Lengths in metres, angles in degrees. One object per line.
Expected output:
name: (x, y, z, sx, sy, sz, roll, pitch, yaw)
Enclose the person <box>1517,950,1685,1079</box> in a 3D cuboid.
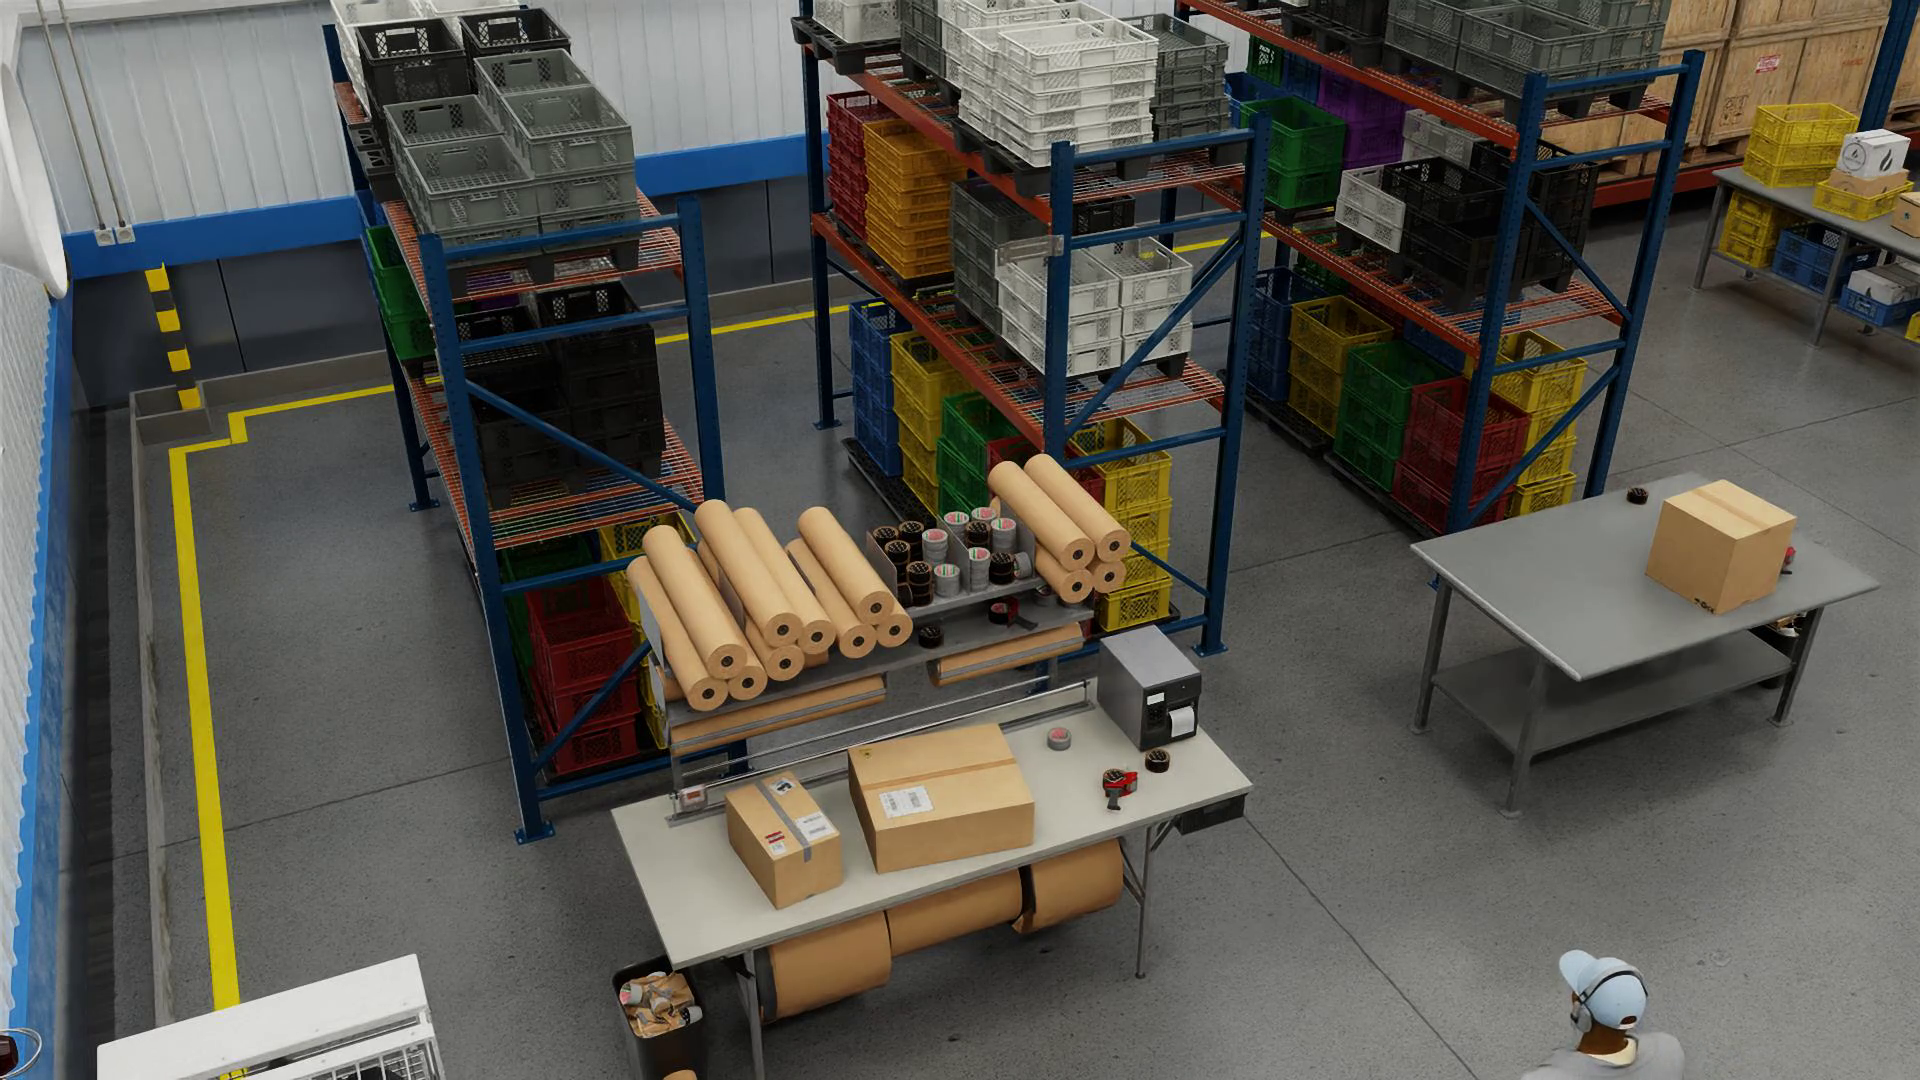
person: (1.872, 2.001, 5.211, 0.595, 1.850, 0.398, -11, 33, -18)
